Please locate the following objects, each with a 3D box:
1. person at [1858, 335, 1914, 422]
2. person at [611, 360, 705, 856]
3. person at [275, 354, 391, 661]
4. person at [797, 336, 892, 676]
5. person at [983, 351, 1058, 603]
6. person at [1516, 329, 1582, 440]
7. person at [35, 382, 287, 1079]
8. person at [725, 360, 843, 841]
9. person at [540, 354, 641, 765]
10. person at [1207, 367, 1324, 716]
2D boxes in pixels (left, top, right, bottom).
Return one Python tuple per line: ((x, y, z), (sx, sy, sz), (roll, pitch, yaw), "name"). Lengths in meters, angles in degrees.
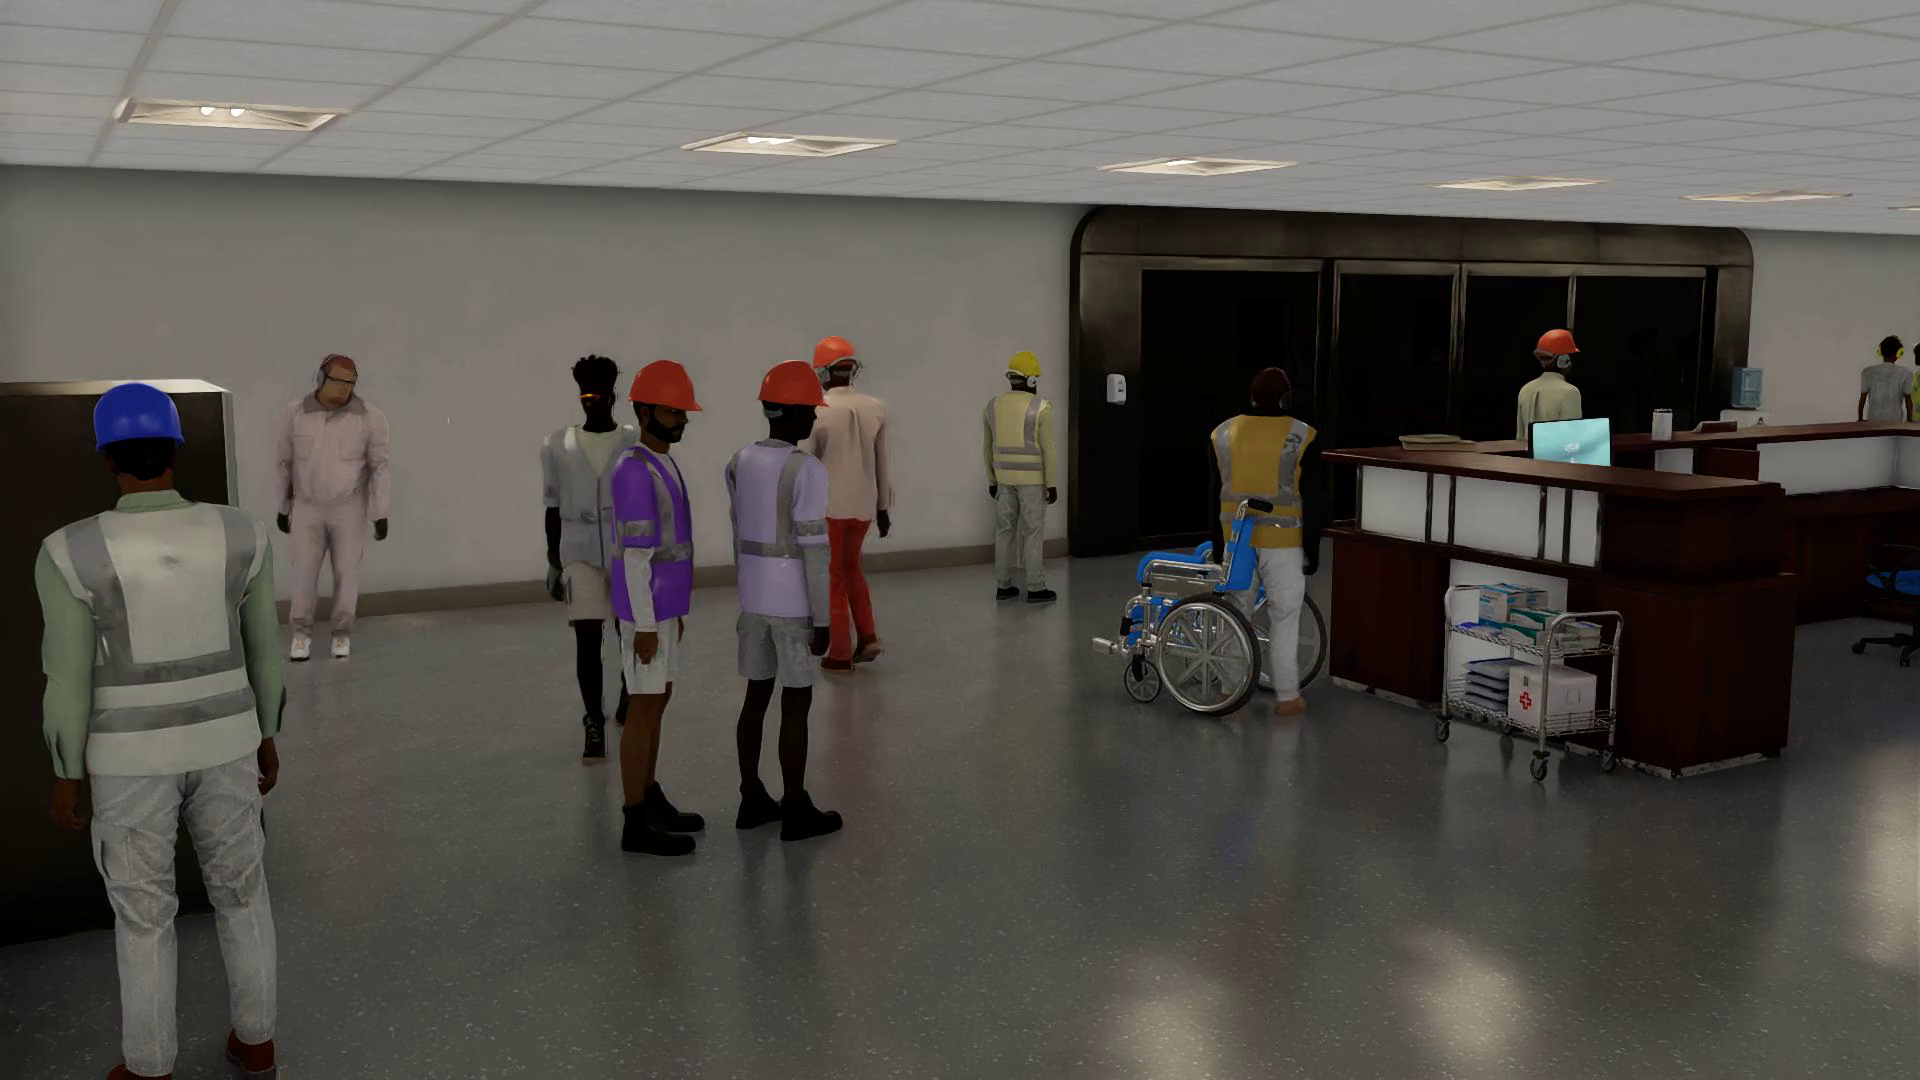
((9.602, -1.184, 17.269), (0.533, 1.869, 0.311), (6, 10, 38), "person")
((-1.181, 0.260, 6.576), (0.374, 1.934, 0.548), (0, 8, 2), "person")
((-3.804, -0.194, 10.121), (0.684, 1.866, 0.501), (-2, 8, -11), "person")
((-0.715, -0.190, 9.690), (0.629, 1.978, 0.435), (-7, 10, -40), "person")
((0.461, -0.456, 12.124), (0.600, 1.831, 0.404), (5, 9, 33), "person")
((4.131, -0.468, 11.615), (0.375, 1.997, 0.611), (-3, 8, -20), "person")
((-2.108, 0.554, 4.433), (0.602, 1.938, 0.401), (-7, 11, -43), "person")
((-0.697, 0.244, 6.723), (0.543, 1.931, 0.388), (7, 10, 40), "person")
((-1.724, 0.050, 8.141), (0.613, 1.930, 0.960), (-1, 8, -7), "person")
((1.614, 0.009, 8.774), (0.629, 1.835, 0.429), (5, 9, 30), "person")
